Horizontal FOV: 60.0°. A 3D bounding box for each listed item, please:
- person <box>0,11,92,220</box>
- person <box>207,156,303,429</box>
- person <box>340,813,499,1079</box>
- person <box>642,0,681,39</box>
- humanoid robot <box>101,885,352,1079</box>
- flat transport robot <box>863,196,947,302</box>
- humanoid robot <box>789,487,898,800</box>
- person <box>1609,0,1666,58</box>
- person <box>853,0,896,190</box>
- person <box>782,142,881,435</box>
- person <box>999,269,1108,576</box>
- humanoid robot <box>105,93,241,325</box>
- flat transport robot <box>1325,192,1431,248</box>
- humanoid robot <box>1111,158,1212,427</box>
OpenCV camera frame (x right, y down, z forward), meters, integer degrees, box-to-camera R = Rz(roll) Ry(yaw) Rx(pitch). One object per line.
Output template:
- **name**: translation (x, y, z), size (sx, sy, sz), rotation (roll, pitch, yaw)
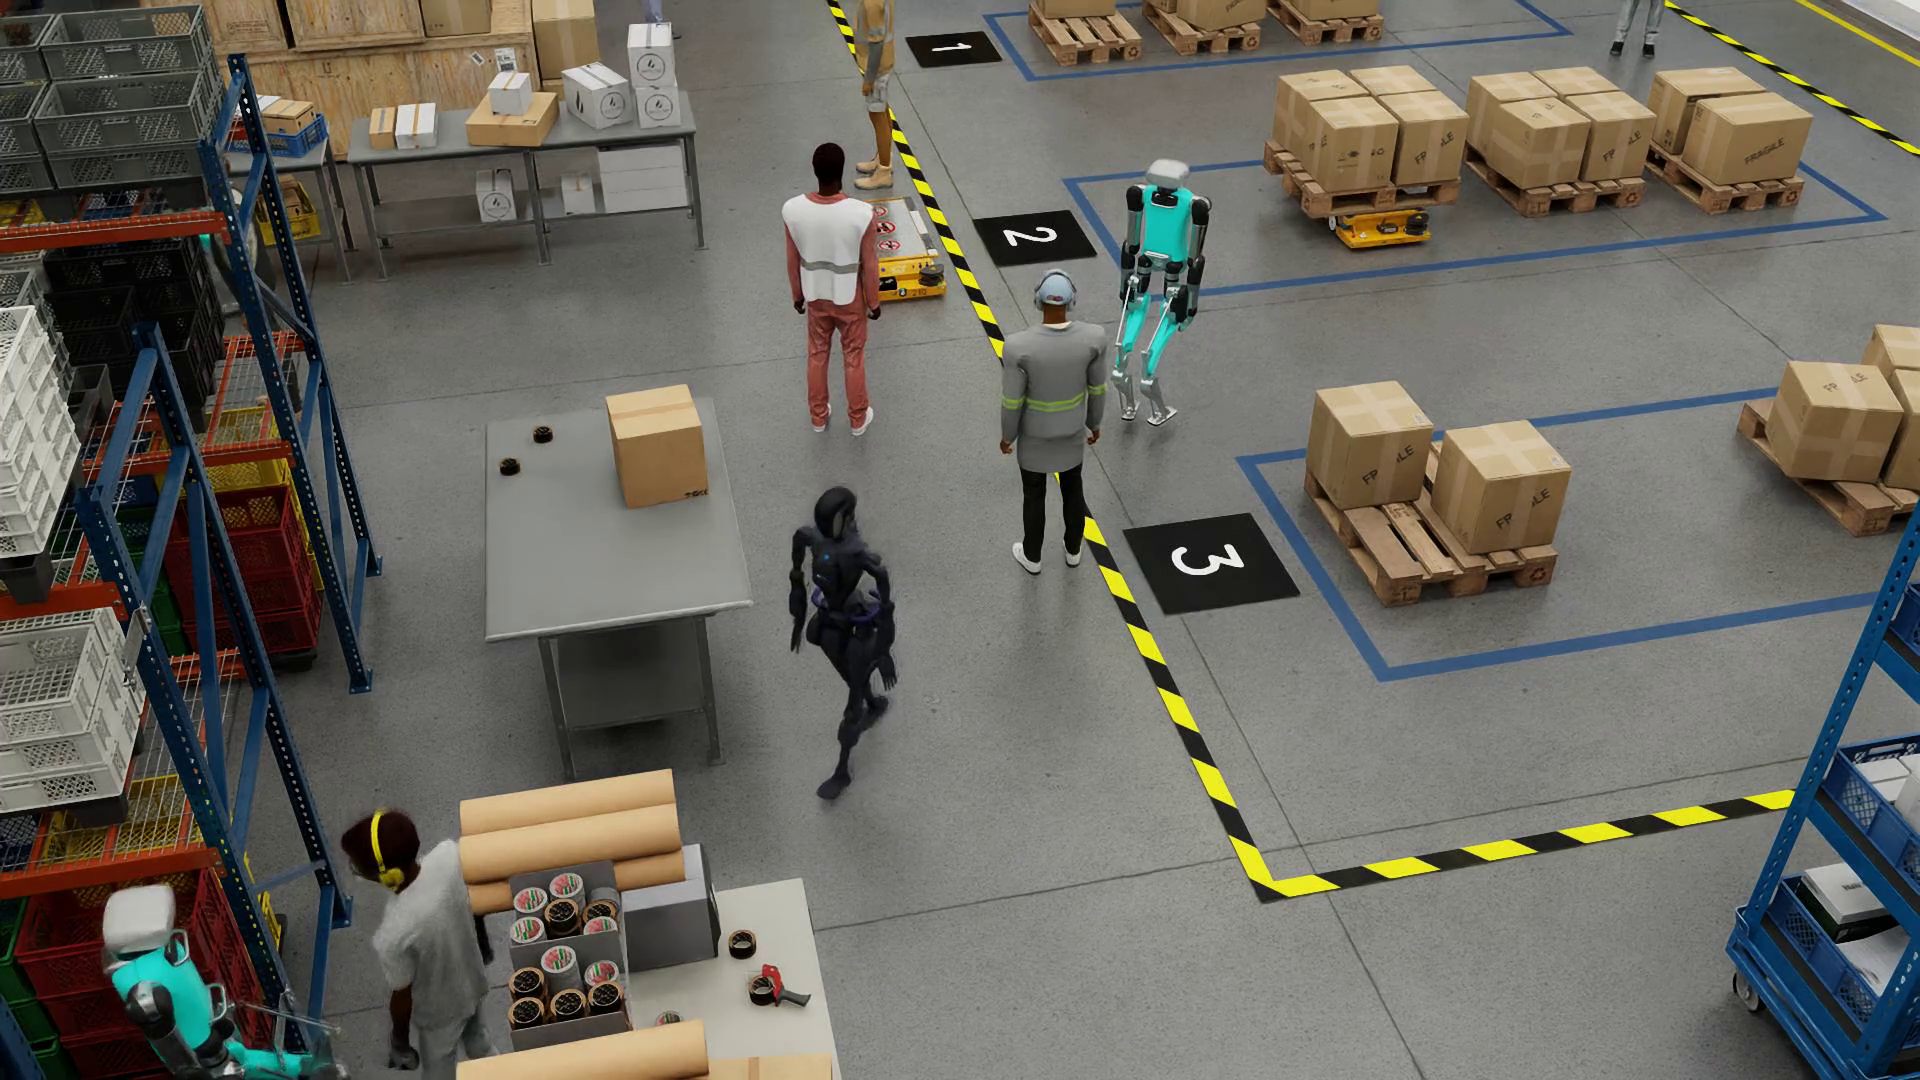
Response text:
- **person**: translation (-6.715, -2.993, 12.281), size (0.701, 1.820, 0.643), rotation (-15, 39, -19)
- **person**: translation (-4.406, -1.537, 10.298), size (0.351, 1.846, 0.505), rotation (-10, 38, -13)
- **person**: translation (-1.857, 1.638, 6.026), size (0.337, 1.852, 0.574), rotation (11, 38, 14)
- **person**: translation (-2.955, -5.727, 15.995), size (0.313, 1.768, 0.524), rotation (-14, 39, -19)
- **humanoid robot**: translation (-2.446, 1.838, 5.883), size (0.685, 1.827, 0.533), rotation (-16, 39, -20)
- **flat transport robot**: translation (-0.570, -2.220, 12.538), size (0.659, 0.231, 1.431), rotation (-8, 37, -10)
- **humanoid robot**: translation (-0.541, 0.424, 7.843), size (0.601, 1.622, 0.790), rotation (19, 41, 24)
- **person**: translation (6.519, -5.430, 15.540), size (0.596, 1.830, 0.403), rotation (10, 38, 13)
- **person**: translation (-0.692, -3.780, 13.146), size (0.365, 2.048, 0.607), rotation (1, 37, 1)
- **person**: translation (-0.775, -1.506, 10.209), size (0.580, 1.911, 0.394), rotation (9, 38, 12)
- **person**: translation (0.492, -0.643, 9.091), size (0.597, 1.850, 0.397), rotation (-9, 38, -12)
- **humanoid robot**: translation (-5.209, -2.233, 11.338), size (0.804, 1.782, 0.555), rotation (-19, 41, -24)
- **flat transport robot**: translation (3.134, -2.740, 13.213), size (0.652, 0.197, 1.431), rotation (-8, 37, -10)
- **humanoid robot**: translation (1.137, -1.429, 10.129), size (0.533, 1.679, 0.735), rotation (18, 40, 23)
